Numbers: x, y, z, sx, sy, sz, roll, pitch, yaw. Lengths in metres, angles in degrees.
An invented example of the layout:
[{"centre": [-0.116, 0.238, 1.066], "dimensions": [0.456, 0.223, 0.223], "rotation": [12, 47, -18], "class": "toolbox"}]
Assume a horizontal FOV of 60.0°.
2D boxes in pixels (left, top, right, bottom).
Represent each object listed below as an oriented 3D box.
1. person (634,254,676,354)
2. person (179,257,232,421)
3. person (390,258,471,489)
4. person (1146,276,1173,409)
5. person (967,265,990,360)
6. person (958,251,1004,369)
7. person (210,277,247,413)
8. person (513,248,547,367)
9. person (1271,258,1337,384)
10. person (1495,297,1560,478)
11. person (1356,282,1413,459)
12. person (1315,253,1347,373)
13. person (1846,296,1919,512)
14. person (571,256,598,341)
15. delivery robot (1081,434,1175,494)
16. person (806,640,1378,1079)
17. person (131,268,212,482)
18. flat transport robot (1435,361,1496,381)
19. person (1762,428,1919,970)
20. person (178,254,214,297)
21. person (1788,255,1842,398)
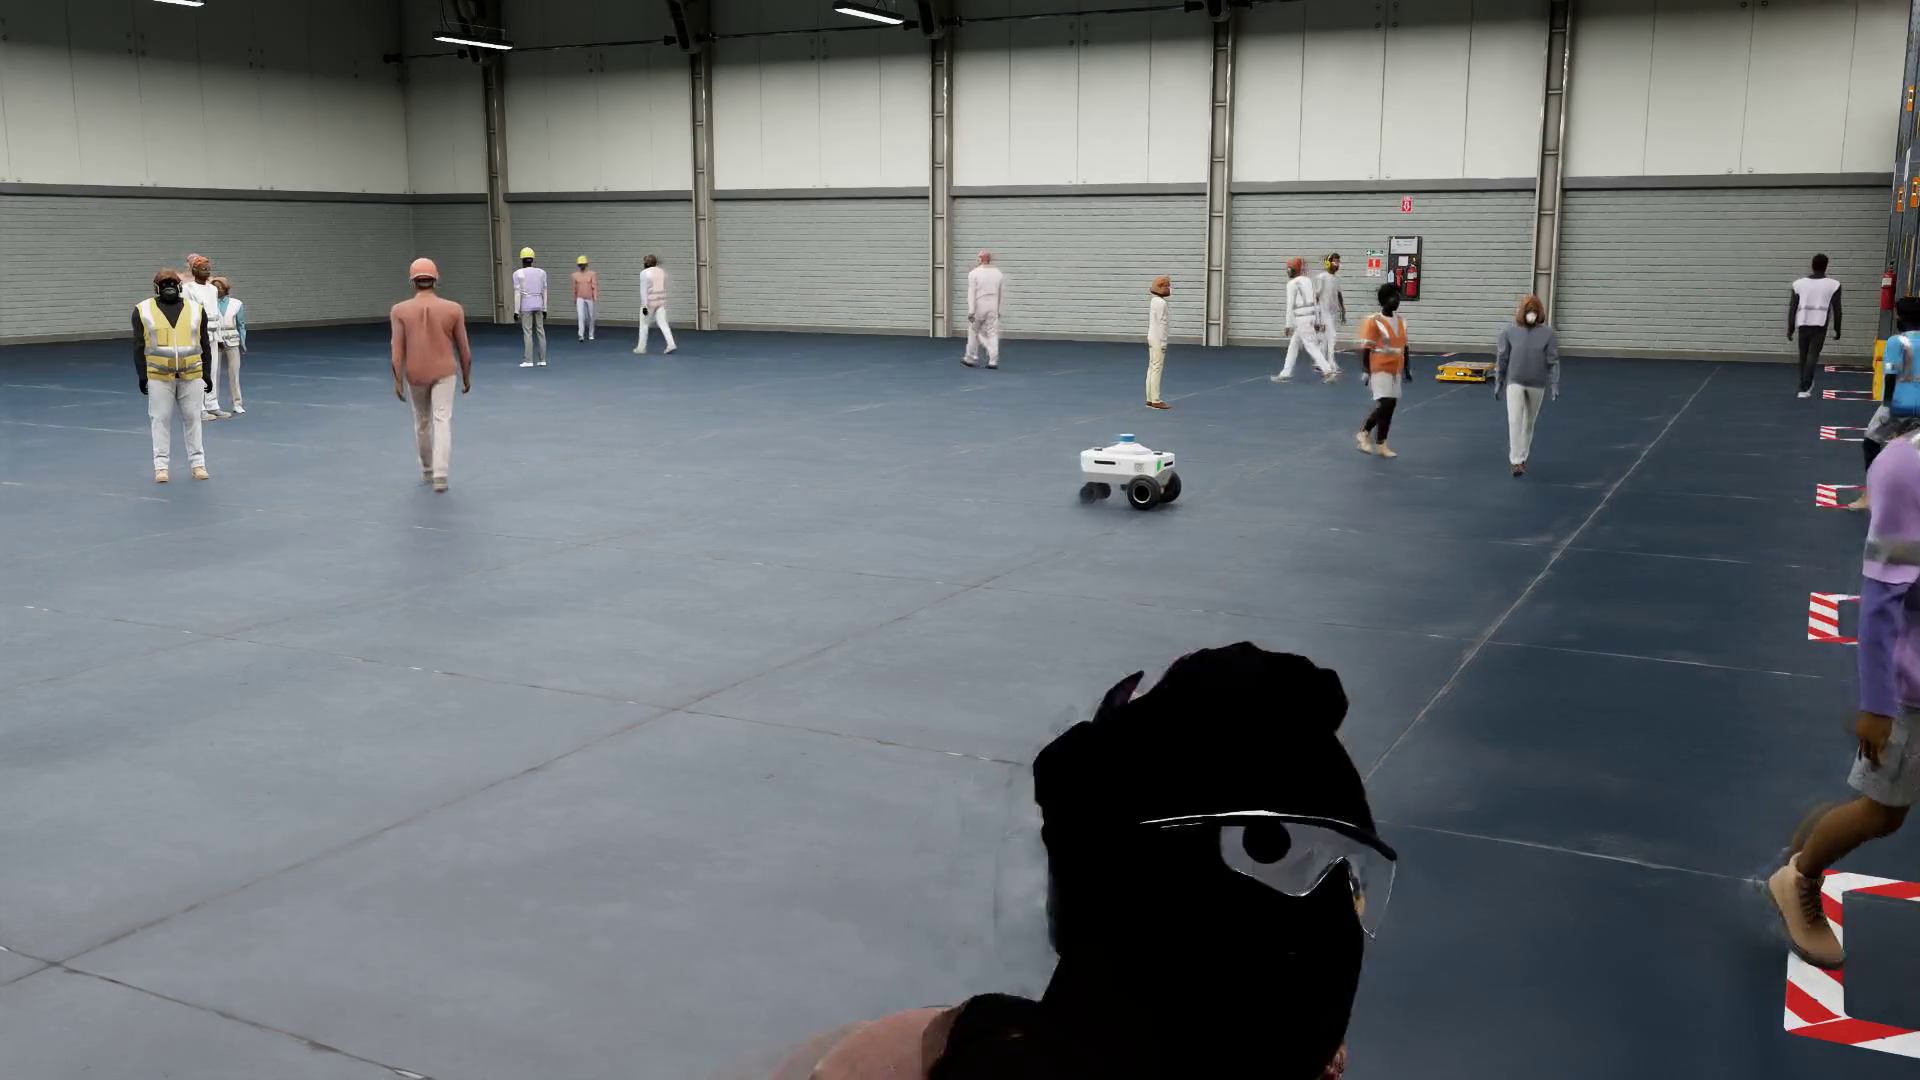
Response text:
[{"centre": [-5.493, -4.238, 29.888], "dimensions": [0.949, 1.803, 0.632], "rotation": [8, 13, 37], "class": "person"}, {"centre": [-8.743, -2.327, 19.257], "dimensions": [0.356, 1.883, 0.573], "rotation": [2, 11, 12], "class": "person"}, {"centre": [-4.486, -1.410, 14.132], "dimensions": [0.627, 1.943, 1.048], "rotation": [-3, 11, -14], "class": "person"}, {"centre": [2.460, -2.433, 20.508], "dimensions": [0.286, 1.633, 0.500], "rotation": [-1, 10, -5], "class": "person"}, {"centre": [0.334, -3.870, 28.395], "dimensions": [0.508, 1.620, 0.506], "rotation": [5, 11, 24], "class": "person"}, {"centre": [0.344, -3.694, 26.733], "dimensions": [0.676, 1.862, 0.965], "rotation": [-5, 12, -27], "class": "person"}, {"centre": [-8.803, -2.319, 19.885], "dimensions": [0.515, 1.636, 0.314], "rotation": [-7, 12, -32], "class": "person"}, {"centre": [-6.958, -3.757, 26.925], "dimensions": [0.585, 1.928, 0.370], "rotation": [-9, 14, -41], "class": "person"}, {"centre": [4.997, -3.142, 23.921], "dimensions": [1.020, 1.822, 0.587], "rotation": [8, 13, 37], "class": "person"}, {"centre": [5.017, -1.348, 14.694], "dimensions": [0.522, 1.581, 0.843], "rotation": [2, 11, 10], "class": "person"}, {"centre": [4.082, -1.609, 15.867], "dimensions": [0.538, 1.685, 0.360], "rotation": [-8, 13, -36], "class": "person"}, {"centre": [5.804, -3.501, 25.741], "dimensions": [0.564, 1.844, 0.740], "rotation": [-9, 14, -41], "class": "person"}, {"centre": [7.088, -1.004, 12.593], "dimensions": [0.550, 1.668, 0.620], "rotation": [-4, 11, -22], "class": "person"}, {"centre": [-7.609, -4.906, 33.772], "dimensions": [0.527, 1.721, 0.932], "rotation": [-1, 10, -8], "class": "person"}, {"centre": [1.326, -0.595, 13.178], "dimensions": [0.707, 0.478, 0.477], "rotation": [6, 12, 29], "class": "delivery robot"}, {"centre": [0.097, 0.998, 1.094], "dimensions": [0.439, 1.897, 0.647], "rotation": [-5, 11, -24], "class": "person"}, {"centre": [-6.826, -1.428, 14.463], "dimensions": [0.622, 1.844, 0.429], "rotation": [-7, 12, -32], "class": "person"}, {"centre": [7.513, -2.500, 24.596], "dimensions": [0.652, 0.197, 1.431], "rotation": [5, 12, 27], "class": "flat transport robot"}, {"centre": [2.609, 0.335, 4.423], "dimensions": [0.615, 2.010, 1.018], "rotation": [-1, 10, -5], "class": "person"}, {"centre": [-10.979, -3.187, 23.977], "dimensions": [0.924, 1.875, 0.650], "rotation": [9, 13, 39], "class": "person"}, {"centre": [11.363, -2.839, 22.083], "dimensions": [0.607, 1.860, 1.018], "rotation": [8, 13, 38], "class": "person"}]
